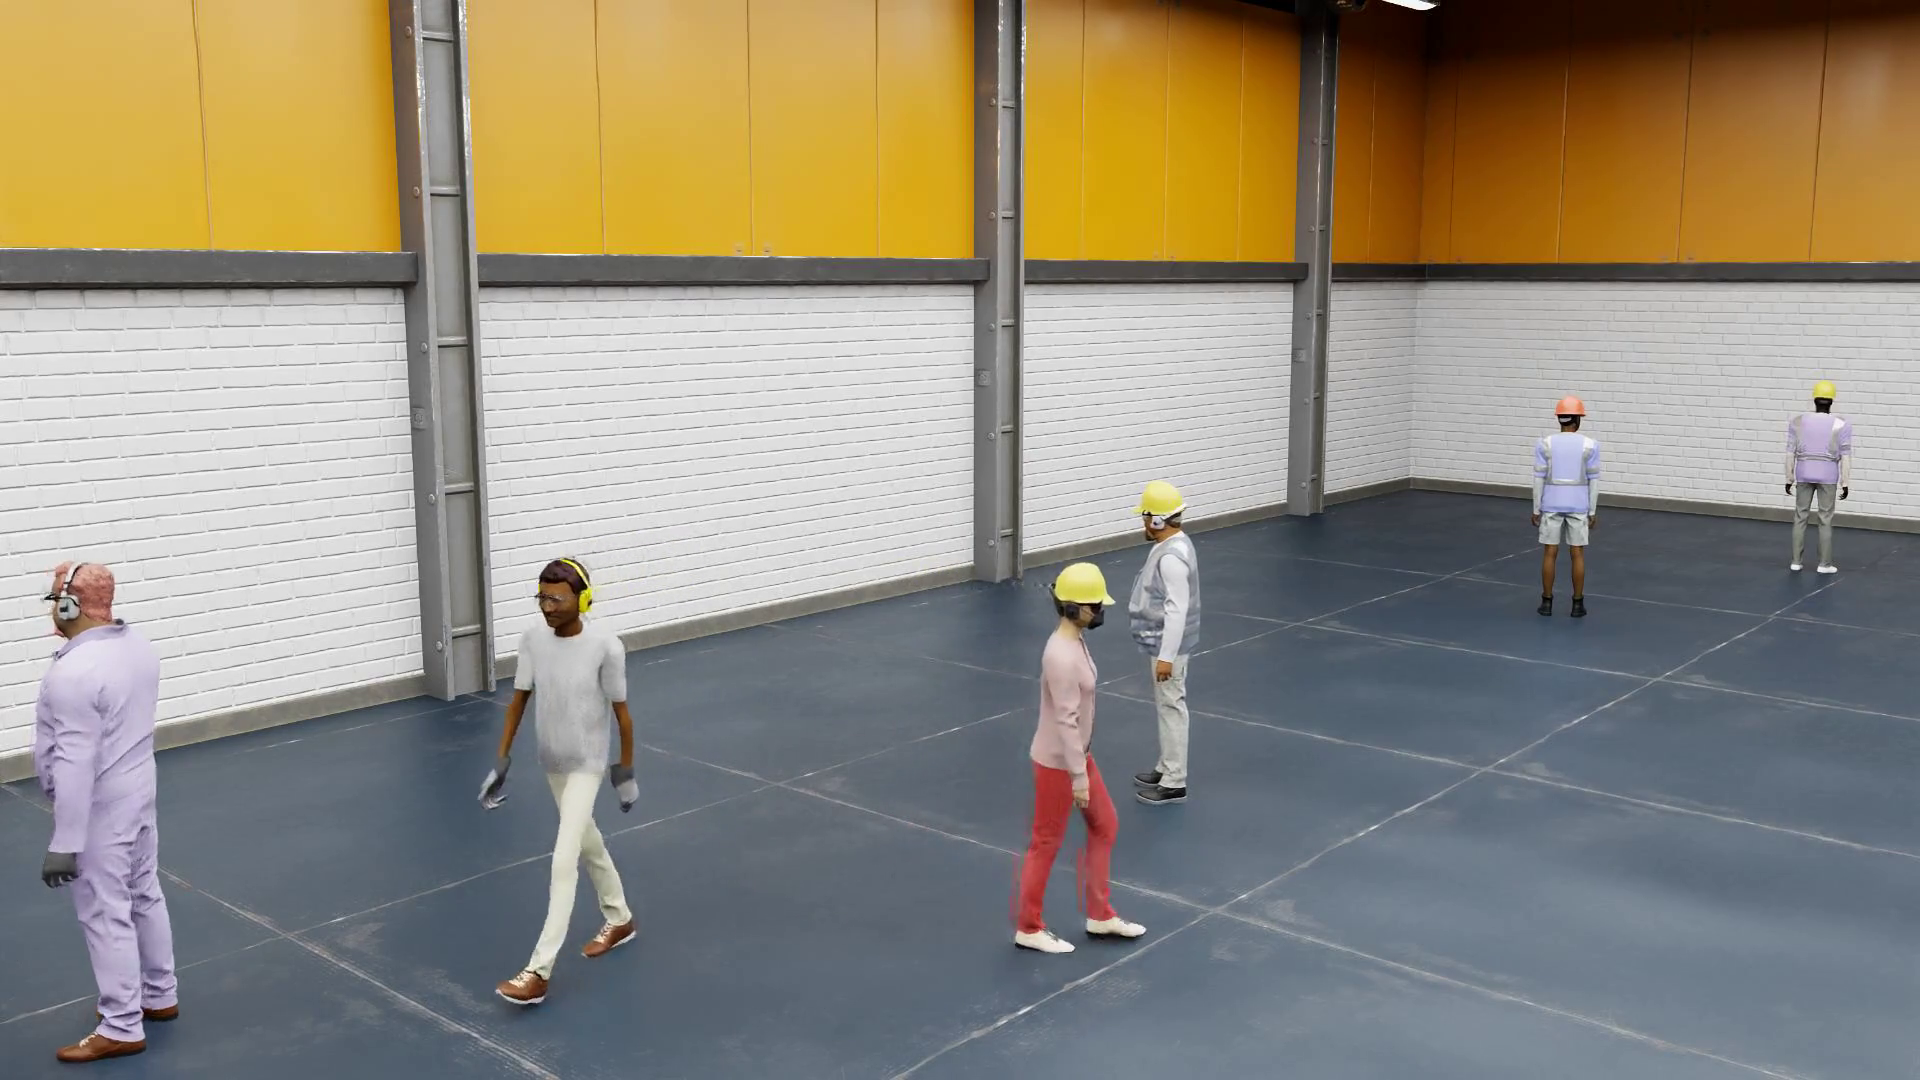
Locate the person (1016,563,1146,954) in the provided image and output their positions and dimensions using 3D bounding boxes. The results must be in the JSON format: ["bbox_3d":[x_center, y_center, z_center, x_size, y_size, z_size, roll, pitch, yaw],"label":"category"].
[{"bbox_3d":[0.561,0.962,7.238,0.700,1.740,0.560,2,9,10],"label":"person"}]

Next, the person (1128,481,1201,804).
[{"bbox_3d":[1.153,0.576,9.404,0.404,1.828,0.592,1,9,7],"label":"person"}]

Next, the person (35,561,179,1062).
[{"bbox_3d":[-3.301,1.028,6.369,0.400,1.897,0.689,0,9,-3],"label":"person"}]

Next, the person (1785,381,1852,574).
[{"bbox_3d":[8.574,-0.623,16.625,0.595,1.925,0.376,8,12,40],"label":"person"}]

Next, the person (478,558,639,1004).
[{"bbox_3d":[-1.665,0.974,6.964,0.530,1.812,0.992,5,10,27],"label":"person"}]

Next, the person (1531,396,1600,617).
[{"bbox_3d":[5.275,-0.289,14.513,0.545,1.933,0.376,4,10,21],"label":"person"}]
